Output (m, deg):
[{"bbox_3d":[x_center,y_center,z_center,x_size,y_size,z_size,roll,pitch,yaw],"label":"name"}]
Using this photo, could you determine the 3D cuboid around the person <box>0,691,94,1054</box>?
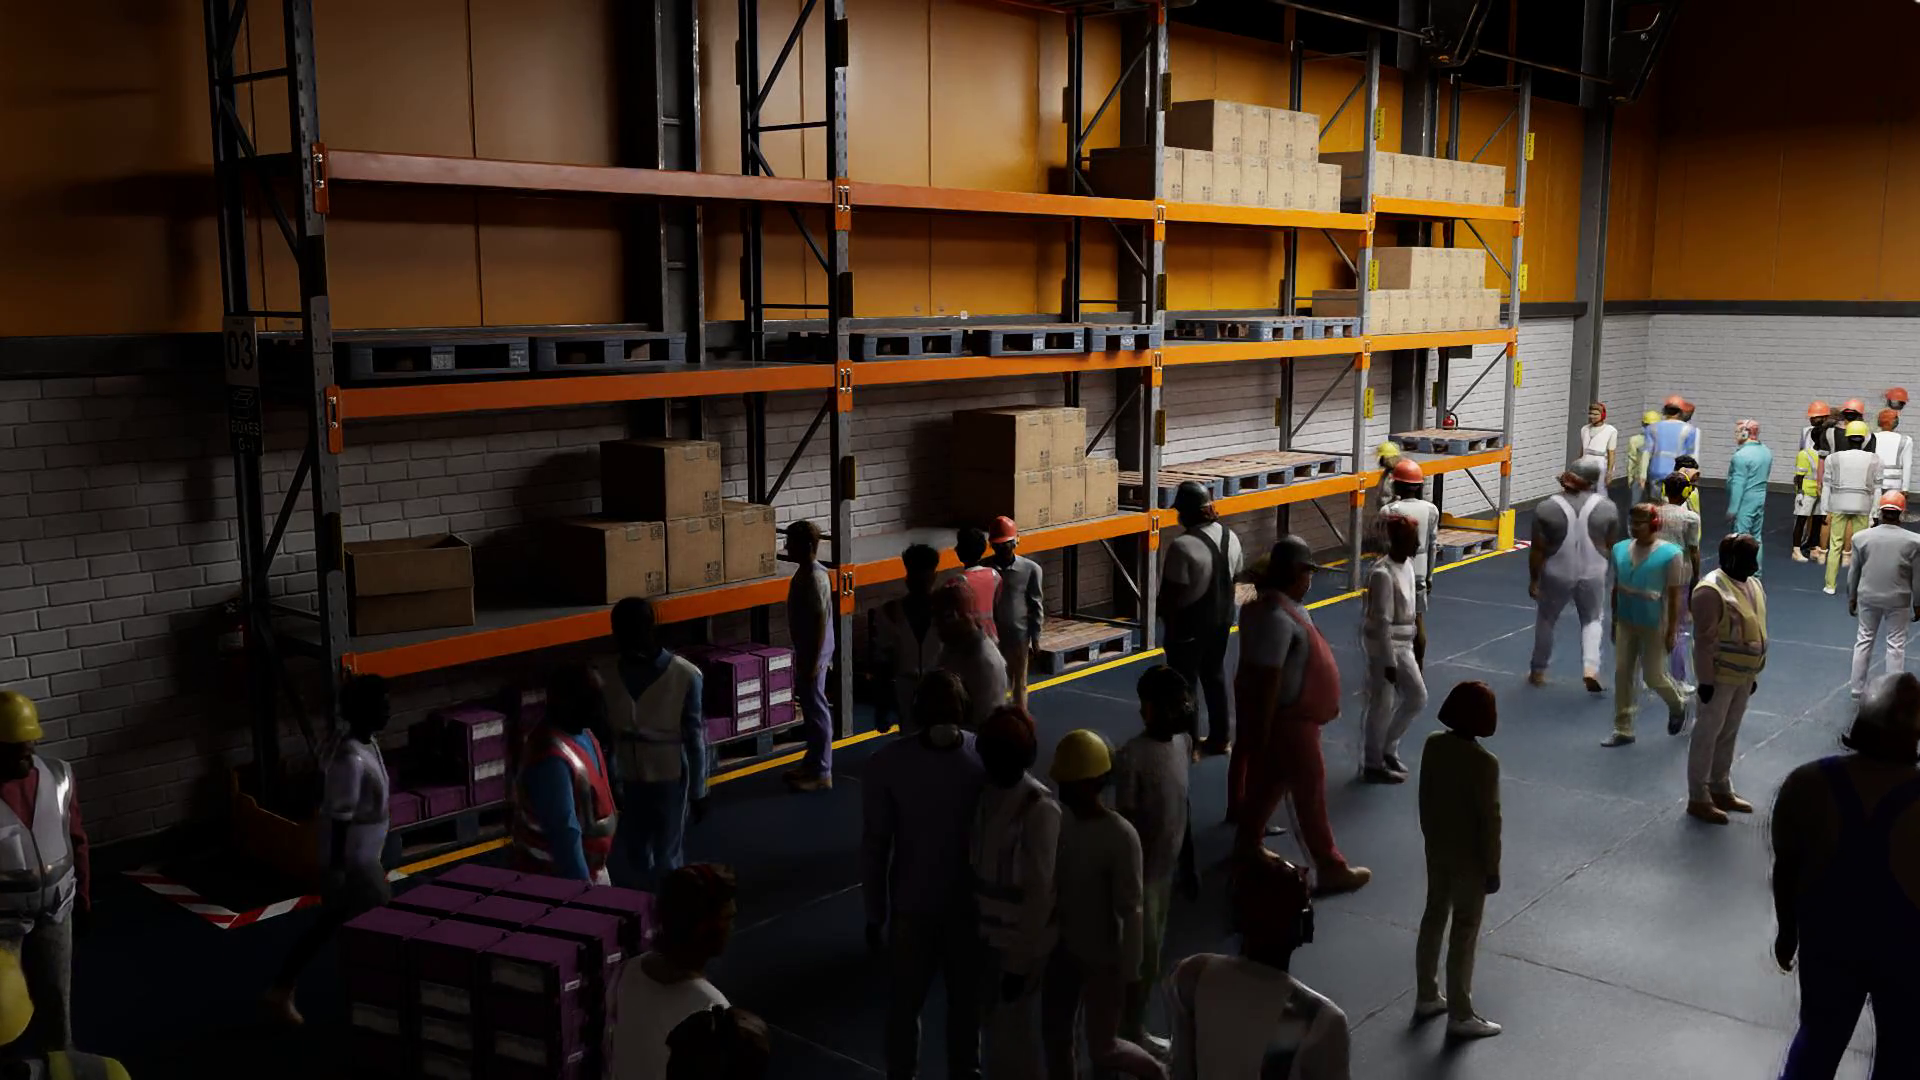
[{"bbox_3d":[-3.767,1.491,6.663,0.403,1.824,0.594,5,10,31],"label":"person"}]

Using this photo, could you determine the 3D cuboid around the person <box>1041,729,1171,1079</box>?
[{"bbox_3d":[0.528,1.564,6.431,0.636,1.748,0.535,-7,11,-38],"label":"person"}]

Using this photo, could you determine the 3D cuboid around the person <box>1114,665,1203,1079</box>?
[{"bbox_3d":[0.828,1.419,7.116,0.420,1.846,0.619,6,11,35],"label":"person"}]

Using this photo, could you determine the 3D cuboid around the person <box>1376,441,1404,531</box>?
[{"bbox_3d":[4.585,-0.195,17.811,0.310,1.742,0.490,-1,9,-8],"label":"person"}]

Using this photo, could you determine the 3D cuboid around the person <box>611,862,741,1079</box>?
[{"bbox_3d":[-0.757,1.799,4.658,0.445,1.825,0.609,-7,11,-38],"label":"person"}]

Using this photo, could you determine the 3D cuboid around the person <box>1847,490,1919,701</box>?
[{"bbox_3d":[7.526,0.466,13.521,0.567,1.744,0.349,8,12,42],"label":"person"}]

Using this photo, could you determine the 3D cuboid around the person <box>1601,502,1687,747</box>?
[{"bbox_3d":[5.083,0.618,12.283,0.655,1.831,0.570,-5,10,-32],"label":"person"}]

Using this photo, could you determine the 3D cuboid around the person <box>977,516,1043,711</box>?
[{"bbox_3d":[0.316,0.690,12.048,0.566,1.750,0.341,2,9,11],"label":"person"}]

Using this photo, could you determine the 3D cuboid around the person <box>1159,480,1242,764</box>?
[{"bbox_3d":[1.679,0.563,11.948,0.689,2.000,0.536,-7,12,-40],"label":"person"}]

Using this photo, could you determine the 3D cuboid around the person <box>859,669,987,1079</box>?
[{"bbox_3d":[-0.079,1.447,6.579,0.635,1.936,0.354,-2,9,-11],"label":"person"}]

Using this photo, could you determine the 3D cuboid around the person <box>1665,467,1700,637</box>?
[{"bbox_3d":[6.994,0.107,16.185,0.314,1.636,0.516,3,9,20],"label":"person"}]

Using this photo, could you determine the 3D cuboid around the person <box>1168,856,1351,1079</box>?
[{"bbox_3d":[0.795,1.796,4.542,0.474,1.868,0.614,-7,11,-38],"label":"person"}]

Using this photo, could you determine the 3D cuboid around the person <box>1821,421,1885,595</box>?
[{"bbox_3d":[9.724,-0.339,18.163,0.587,1.920,0.396,5,10,27],"label":"person"}]

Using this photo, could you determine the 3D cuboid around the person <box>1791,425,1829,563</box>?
[{"bbox_3d":[10.451,-0.567,20.360,0.533,1.694,0.320,-2,9,-14],"label":"person"}]

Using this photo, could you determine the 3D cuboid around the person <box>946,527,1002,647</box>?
[{"bbox_3d":[0.081,0.749,11.847,0.319,1.699,0.532,8,12,40],"label":"person"}]

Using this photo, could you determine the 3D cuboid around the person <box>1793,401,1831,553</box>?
[{"bbox_3d":[10.835,-0.794,21.065,0.387,1.930,0.544,-1,9,-9],"label":"person"}]

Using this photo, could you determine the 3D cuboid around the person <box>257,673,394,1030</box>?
[{"bbox_3d":[-2.841,1.427,7.626,0.836,1.650,0.539,-3,9,-17],"label":"person"}]

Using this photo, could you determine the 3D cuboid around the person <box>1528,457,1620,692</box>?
[{"bbox_3d":[5.106,0.258,13.911,0.713,2.000,0.726,2,9,14],"label":"person"}]

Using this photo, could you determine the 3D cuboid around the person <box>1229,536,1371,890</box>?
[{"bbox_3d":[1.933,0.937,9.531,0.787,2.000,0.698,2,9,11],"label":"person"}]

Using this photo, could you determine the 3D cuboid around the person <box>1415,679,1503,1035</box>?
[{"bbox_3d":[2.293,1.436,7.622,0.267,1.632,0.507,-3,9,-21],"label":"person"}]

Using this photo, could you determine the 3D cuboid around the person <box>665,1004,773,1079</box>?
[{"bbox_3d":[-0.493,1.931,3.799,0.339,1.839,0.505,-1,9,-9],"label":"person"}]

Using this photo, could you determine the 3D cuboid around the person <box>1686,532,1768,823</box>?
[{"bbox_3d":[4.924,0.863,10.654,0.624,1.845,0.430,-6,11,-36],"label":"person"}]

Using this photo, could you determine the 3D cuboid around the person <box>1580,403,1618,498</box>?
[{"bbox_3d":[8.435,-0.896,22.011,0.388,1.838,0.562,-4,10,-25],"label":"person"}]

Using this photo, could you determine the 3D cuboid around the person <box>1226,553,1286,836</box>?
[{"bbox_3d":[1.890,0.951,10.365,0.350,1.758,0.522,-2,9,-14],"label":"person"}]

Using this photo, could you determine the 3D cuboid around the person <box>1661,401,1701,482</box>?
[{"bbox_3d":[9.431,-0.907,22.037,0.638,1.854,0.633,6,10,32],"label":"person"}]

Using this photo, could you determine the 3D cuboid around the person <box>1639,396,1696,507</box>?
[{"bbox_3d":[9.058,-0.848,21.271,0.595,1.974,1.066,6,11,36],"label":"person"}]

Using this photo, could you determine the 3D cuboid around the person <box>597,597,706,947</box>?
[{"bbox_3d":[-1.513,1.192,8.383,0.600,1.892,0.675,3,9,18],"label":"person"}]

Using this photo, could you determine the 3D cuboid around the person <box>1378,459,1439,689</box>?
[{"bbox_3d":[3.747,0.287,14.046,0.552,1.941,0.350,-3,9,-16],"label":"person"}]

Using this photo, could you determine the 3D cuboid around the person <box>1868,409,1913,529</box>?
[{"bbox_3d":[11.274,-0.657,20.317,0.574,1.885,0.358,5,10,27],"label":"person"}]

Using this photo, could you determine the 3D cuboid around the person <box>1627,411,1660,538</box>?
[{"bbox_3d":[8.957,-0.804,21.666,0.525,1.760,0.340,1,9,7],"label":"person"}]

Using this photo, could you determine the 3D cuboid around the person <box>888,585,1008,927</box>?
[{"bbox_3d":[-0.011,1.168,8.623,0.894,1.846,0.736,-3,9,-20],"label":"person"}]

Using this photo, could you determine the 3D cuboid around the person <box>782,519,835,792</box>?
[{"bbox_3d":[-1.021,0.771,11.239,0.329,1.843,0.511,-3,9,-16],"label":"person"}]

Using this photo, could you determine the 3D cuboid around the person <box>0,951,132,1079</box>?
[{"bbox_3d":[-2.260,1.861,3.995,0.603,1.905,0.708,-7,11,-37],"label":"person"}]

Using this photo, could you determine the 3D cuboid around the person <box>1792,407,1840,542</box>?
[{"bbox_3d":[11.234,-0.835,21.721,0.630,1.822,0.439,5,10,30],"label":"person"}]

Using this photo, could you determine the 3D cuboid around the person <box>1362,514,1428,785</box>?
[{"bbox_3d":[2.946,0.750,11.278,0.451,1.869,0.615,6,11,34],"label":"person"}]

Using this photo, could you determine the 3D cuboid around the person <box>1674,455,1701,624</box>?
[{"bbox_3d":[7.277,-0.008,16.734,0.320,1.695,0.538,3,9,16],"label":"person"}]

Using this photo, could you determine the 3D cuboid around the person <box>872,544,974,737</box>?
[{"bbox_3d":[-0.217,0.966,9.812,0.642,1.912,0.828,2,9,13],"label":"person"}]

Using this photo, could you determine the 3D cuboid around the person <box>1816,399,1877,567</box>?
[{"bbox_3d":[10.663,-0.684,20.040,0.614,2.030,0.409,5,10,31],"label":"person"}]

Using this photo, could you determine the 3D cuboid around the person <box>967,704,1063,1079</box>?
[{"bbox_3d":[0.185,1.510,6.491,0.342,1.847,0.769,-3,9,-19],"label":"person"}]

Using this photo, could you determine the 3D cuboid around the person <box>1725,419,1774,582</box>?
[{"bbox_3d":[8.766,-0.397,18.577,0.651,1.905,0.403,-7,11,-37],"label":"person"}]

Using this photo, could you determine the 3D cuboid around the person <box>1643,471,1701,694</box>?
[{"bbox_3d":[5.927,0.354,13.864,0.328,1.865,0.521,-8,12,-40],"label":"person"}]

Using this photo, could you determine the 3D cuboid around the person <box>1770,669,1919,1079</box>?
[{"bbox_3d":[3.351,1.462,6.149,0.692,2.000,0.764,8,12,43],"label":"person"}]
